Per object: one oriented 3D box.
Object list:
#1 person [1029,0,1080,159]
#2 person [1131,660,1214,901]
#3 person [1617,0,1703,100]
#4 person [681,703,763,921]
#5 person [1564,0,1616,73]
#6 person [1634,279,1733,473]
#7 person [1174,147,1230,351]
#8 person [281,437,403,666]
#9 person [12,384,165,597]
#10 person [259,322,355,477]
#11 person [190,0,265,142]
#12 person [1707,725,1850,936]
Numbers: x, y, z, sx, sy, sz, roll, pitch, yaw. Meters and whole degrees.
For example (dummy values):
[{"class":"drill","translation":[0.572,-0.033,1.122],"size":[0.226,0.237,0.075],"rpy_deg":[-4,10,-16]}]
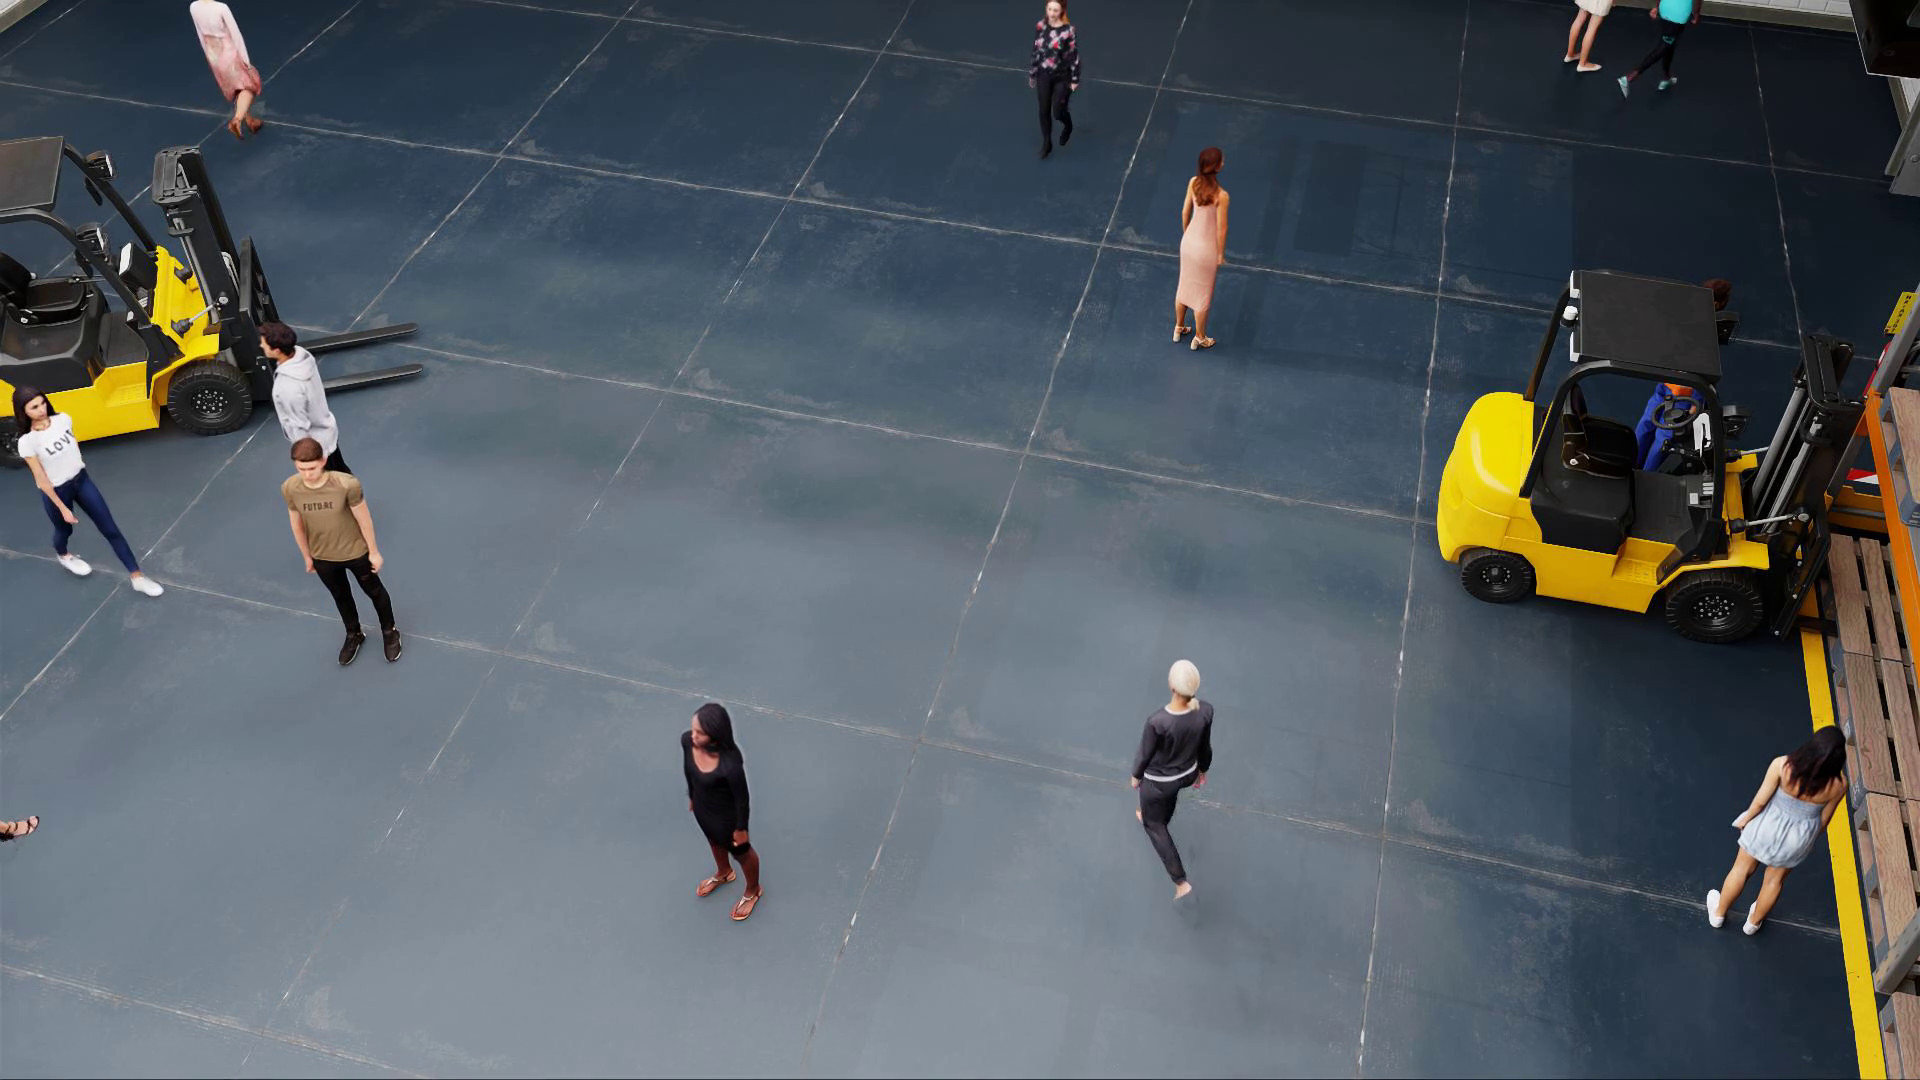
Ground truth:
[{"class":"person","translation":[0.926,-4.424,15.721],"size":[0.711,1.669,0.775],"rpy_deg":[23,48,22]},{"class":"person","translation":[1.241,1.384,9.602],"size":[0.979,1.702,1.071],"rpy_deg":[-18,46,-18]},{"class":"person","translation":[6.993,-5.210,16.477],"size":[1.188,1.765,1.147],"rpy_deg":[-17,46,-17]},{"class":"person","translation":[-1.358,1.530,9.434],"size":[0.678,1.720,0.654],"rpy_deg":[30,51,28]},{"class":"person","translation":[6.527,-5.645,16.973],"size":[0.707,1.712,0.622],"rpy_deg":[-13,45,-13]},{"class":"person","translation":[5.242,-1.124,12.116],"size":[0.831,1.864,0.692],"rpy_deg":[-6,44,-6]},{"class":"person","translation":[1.938,-2.349,13.426],"size":[0.684,1.831,0.660],"rpy_deg":[-31,52,-29]},{"class":"person","translation":[-4.048,0.055,10.887],"size":[0.730,1.852,0.688],"rpy_deg":[-3,44,-3]},{"class":"person","translation":[-6.170,-0.328,11.376],"size":[0.796,1.732,1.119],"rpy_deg":[17,46,17]},{"class":"person","translation":[-4.518,-0.747,11.673],"size":[0.827,1.929,0.687],"rpy_deg":[-6,44,-6]},{"class":"person","translation":[-7.015,-4.563,15.860],"size":[0.646,1.680,0.833],"rpy_deg":[6,44,6]},{"class":"person","translation":[4.600,1.628,9.324],"size":[0.604,1.730,0.555],"rpy_deg":[15,46,15]}]
